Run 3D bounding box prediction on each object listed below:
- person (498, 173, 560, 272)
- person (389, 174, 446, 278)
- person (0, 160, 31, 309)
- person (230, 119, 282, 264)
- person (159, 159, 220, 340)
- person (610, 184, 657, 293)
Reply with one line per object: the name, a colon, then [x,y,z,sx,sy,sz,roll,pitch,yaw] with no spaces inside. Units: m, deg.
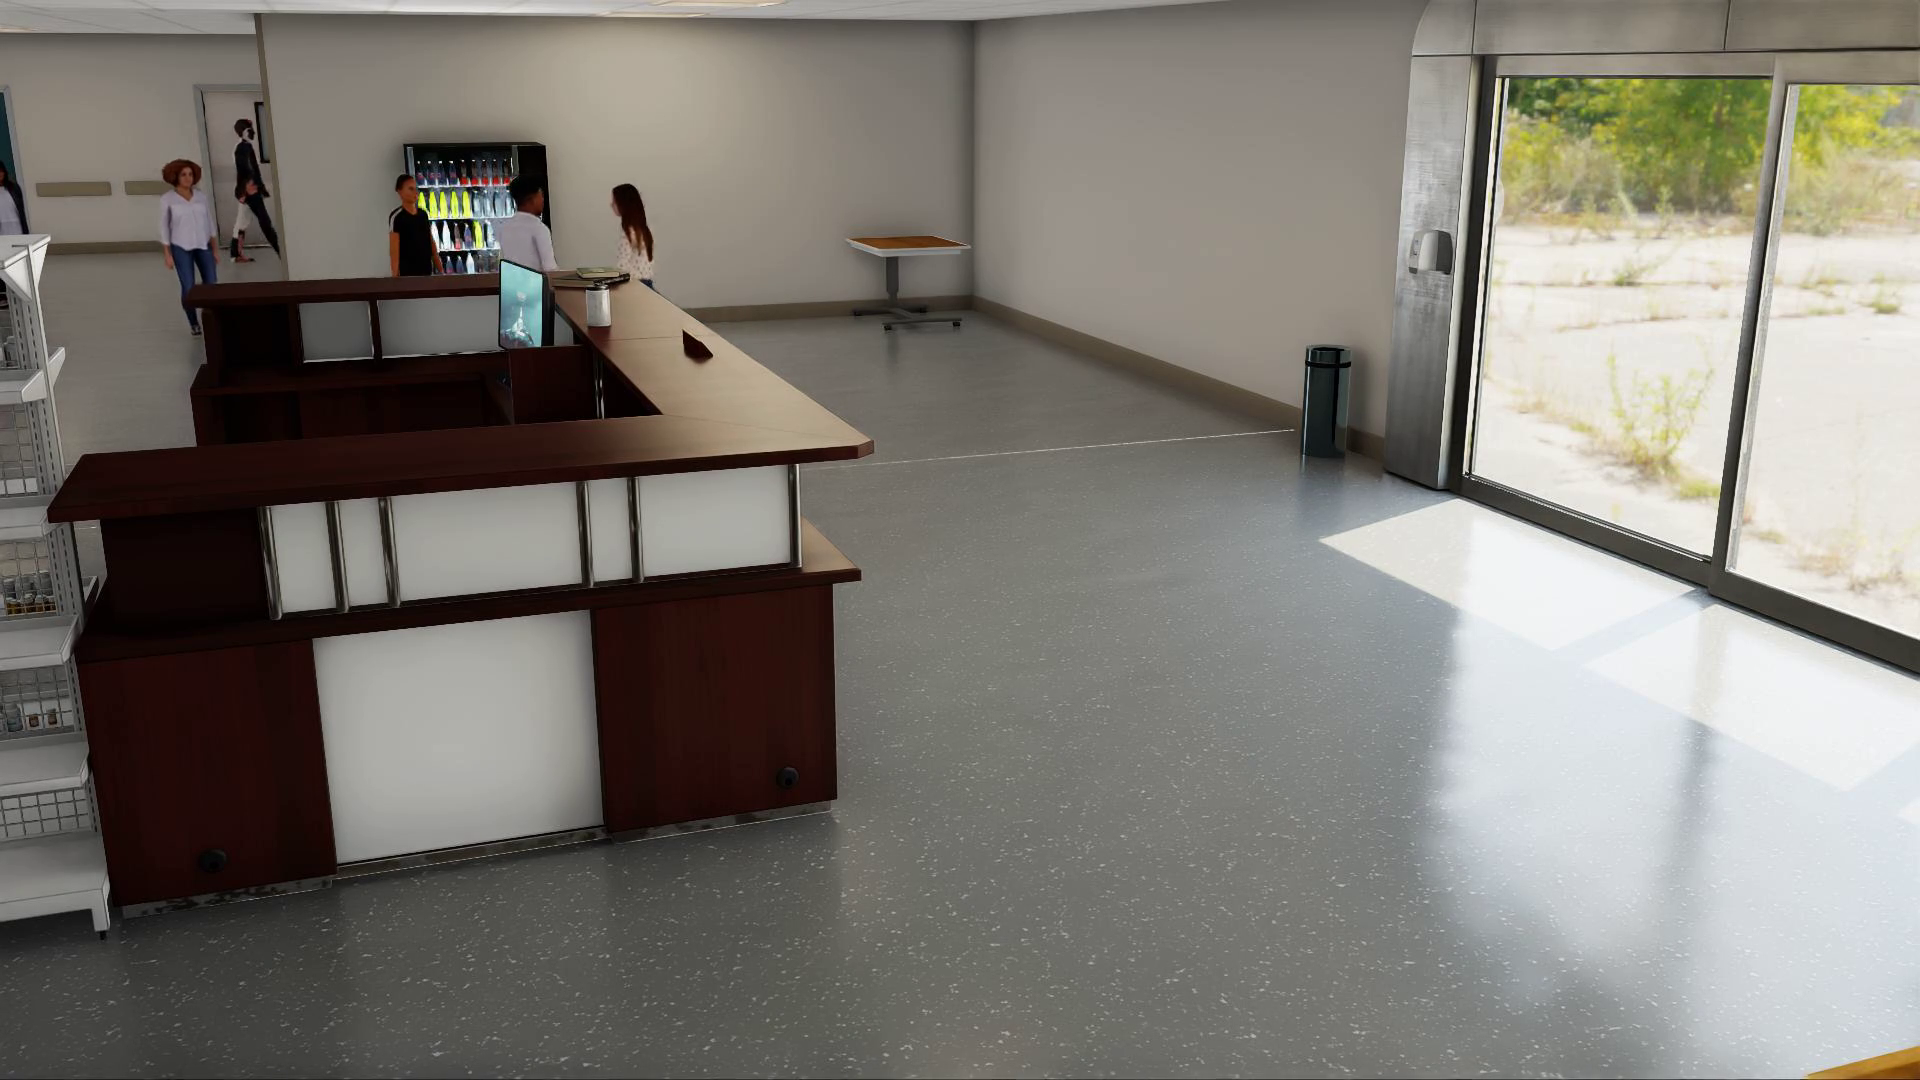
person: [-3.065,-1.624,11.667,1.015,1.762,1.261,13,20,39]
person: [-4.669,-2.219,14.025,1.145,1.627,1.064,7,17,22]
person: [-10.301,-3.310,17.952,0.833,1.595,0.744,14,21,40]
person: [-9.451,-4.549,21.881,1.099,1.847,0.675,-6,17,-20]
person: [-7.396,-2.796,15.947,0.681,1.694,0.816,-12,20,-36]
person: [-2.282,-1.679,11.973,0.782,1.699,0.742,7,17,22]
